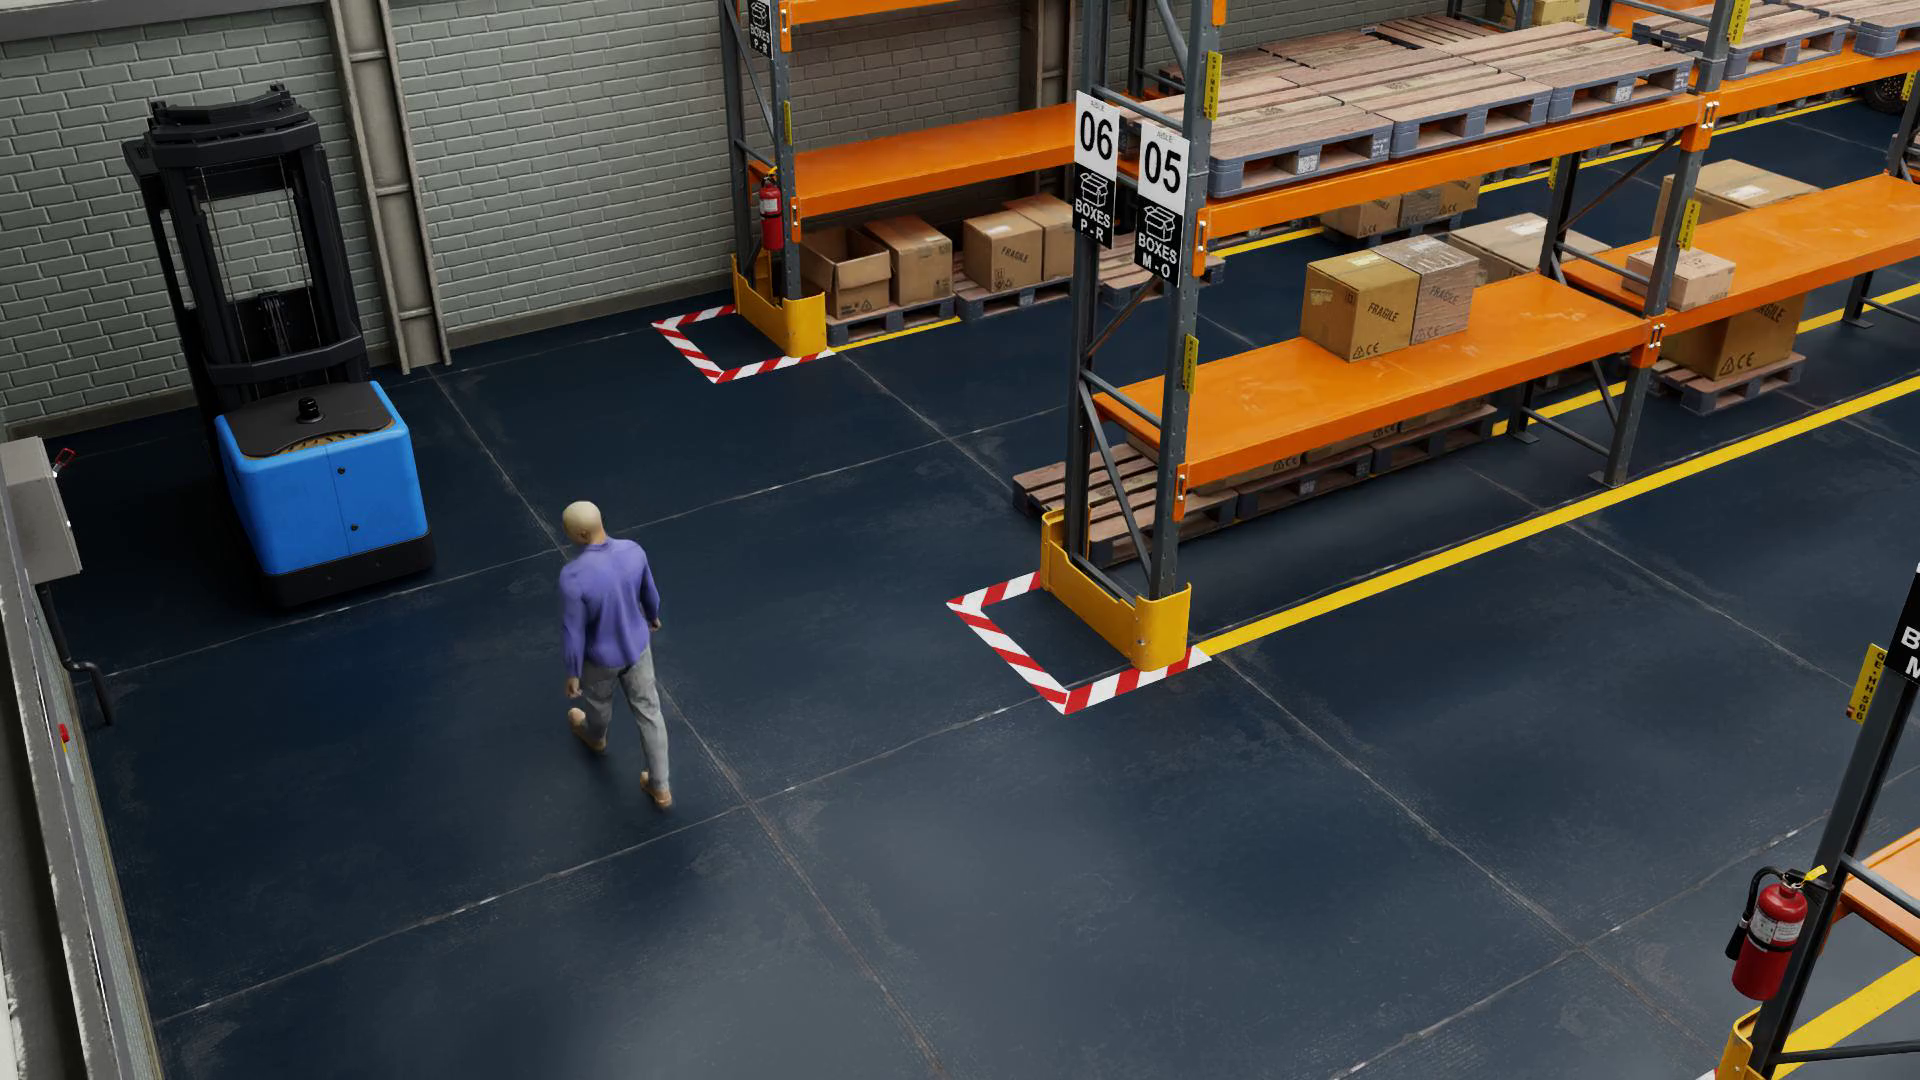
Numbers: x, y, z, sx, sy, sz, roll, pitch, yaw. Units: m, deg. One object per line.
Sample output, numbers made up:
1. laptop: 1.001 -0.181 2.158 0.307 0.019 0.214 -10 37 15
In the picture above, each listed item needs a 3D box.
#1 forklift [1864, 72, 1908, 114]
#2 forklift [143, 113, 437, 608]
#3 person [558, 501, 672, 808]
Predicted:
1. forklift: 11.468 -5.645 18.244 1.214 2.155 2.313 -17 36 -26
2. forklift: -4.289 -1.259 10.509 1.129 2.768 1.873 -17 36 -26
3. person: -1.844 0.525 8.684 0.676 1.739 0.951 -24 39 -34
